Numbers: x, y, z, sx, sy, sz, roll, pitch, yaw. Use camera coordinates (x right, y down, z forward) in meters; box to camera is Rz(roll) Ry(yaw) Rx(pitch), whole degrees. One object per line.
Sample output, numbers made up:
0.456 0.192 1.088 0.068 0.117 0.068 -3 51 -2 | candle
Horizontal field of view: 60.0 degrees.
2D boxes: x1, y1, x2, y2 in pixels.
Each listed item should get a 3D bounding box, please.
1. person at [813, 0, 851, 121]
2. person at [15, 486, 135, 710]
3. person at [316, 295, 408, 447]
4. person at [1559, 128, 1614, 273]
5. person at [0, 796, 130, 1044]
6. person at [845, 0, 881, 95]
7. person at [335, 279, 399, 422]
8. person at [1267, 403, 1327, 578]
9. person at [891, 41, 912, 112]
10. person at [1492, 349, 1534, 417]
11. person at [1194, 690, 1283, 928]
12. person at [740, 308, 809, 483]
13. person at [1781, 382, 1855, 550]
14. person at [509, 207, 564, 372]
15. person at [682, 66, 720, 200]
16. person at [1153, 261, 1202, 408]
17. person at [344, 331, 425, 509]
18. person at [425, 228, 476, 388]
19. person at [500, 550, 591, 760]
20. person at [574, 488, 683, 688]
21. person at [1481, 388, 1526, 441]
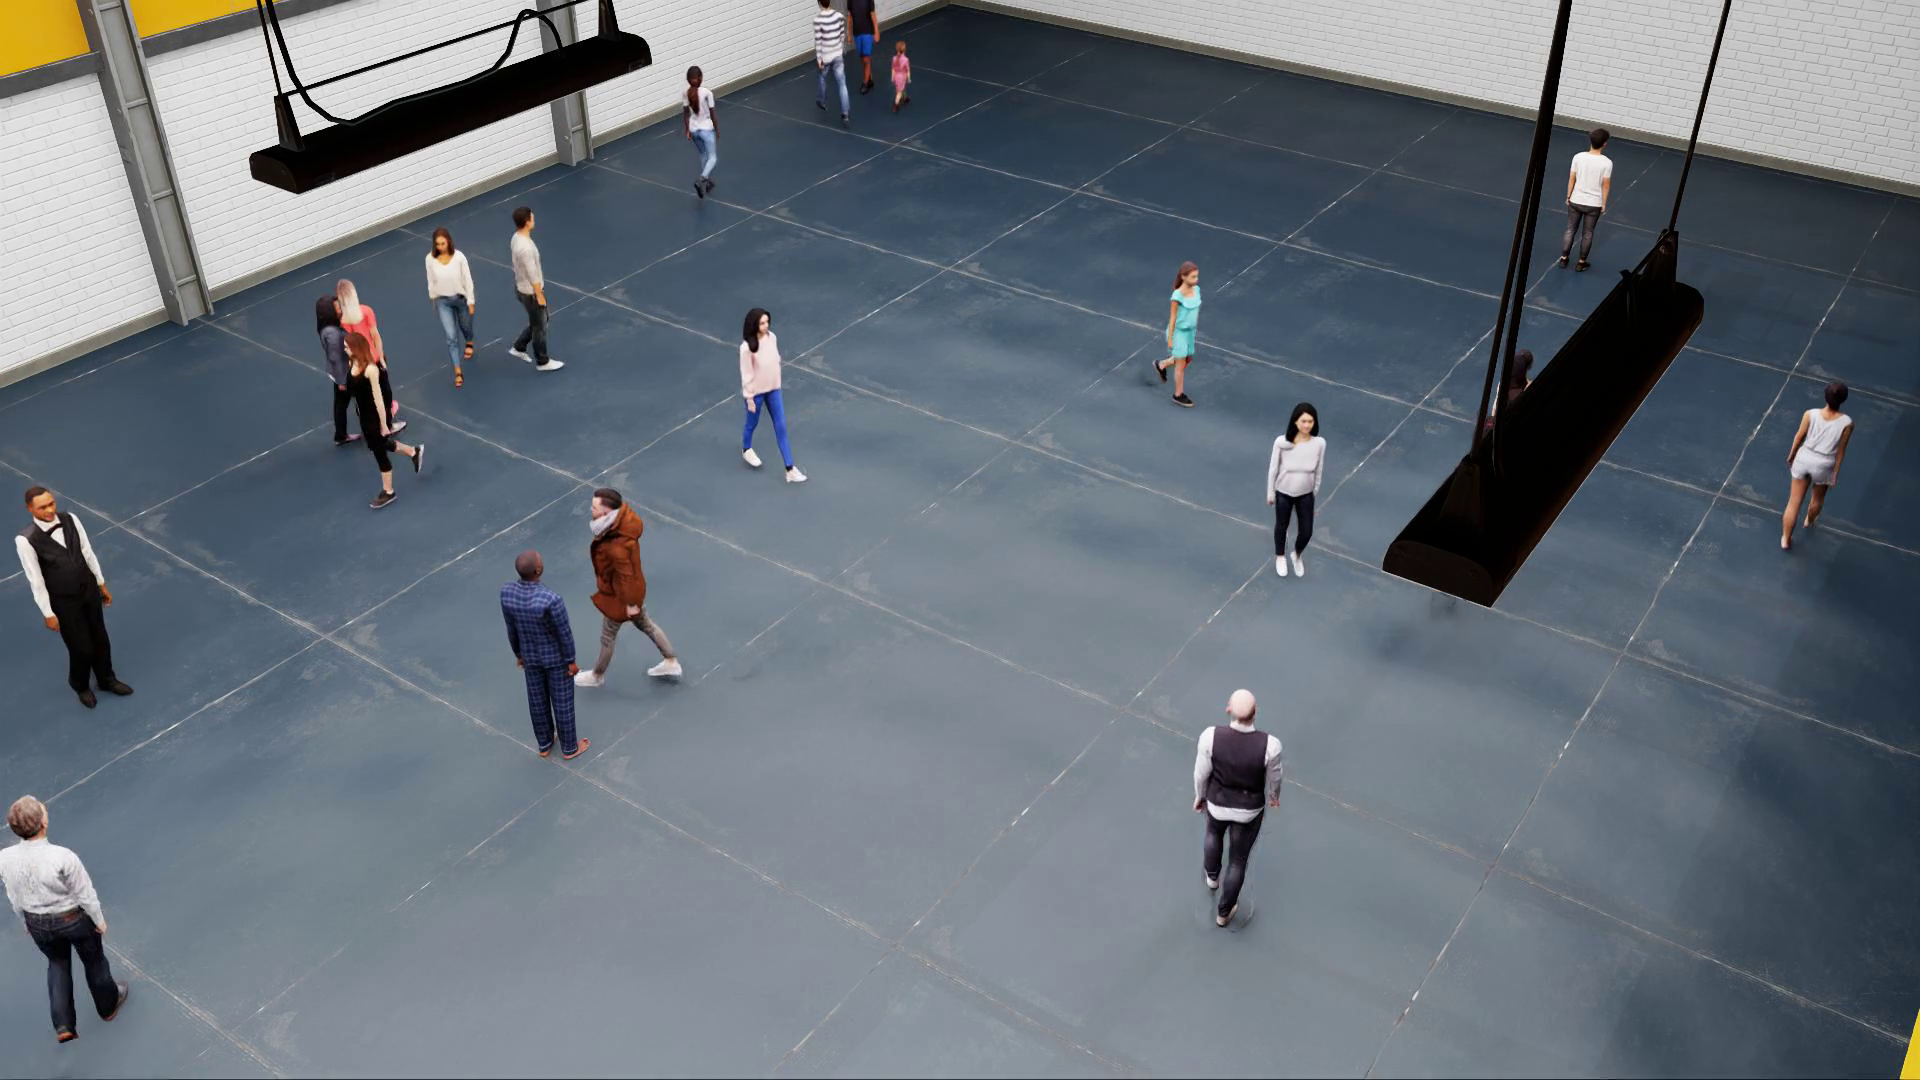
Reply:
-1.810 -6.892 23.857 1.261 1.798 1.164 -13 36 -19 | person
-6.836 0.395 12.787 0.786 1.916 0.607 16 37 23 | person
-6.036 -1.610 16.115 1.043 1.572 0.890 -20 39 -27 | person
7.382 -4.020 19.606 0.619 1.722 0.523 20 39 28 | person
-5.433 2.325 9.982 0.955 1.807 1.035 -3 34 -4 | person
-1.413 -7.657 25.034 0.715 1.770 0.862 14 36 20 | person
-5.814 -1.682 16.140 0.984 1.664 1.070 -3 34 -4 | person
2.855 -0.457 14.276 0.726 1.687 0.759 2 34 3 | person
-0.887 -6.777 24.407 0.489 0.998 0.748 15 36 21 | person
4.967 -0.953 15.020 0.594 1.691 0.545 13 36 18 | person
1.764 1.783 10.800 0.852 1.806 0.953 11 35 16 | person
-1.924 -1.383 15.645 1.127 1.714 0.876 -28 42 -35 | person
7.490 -0.618 14.609 0.598 1.587 0.913 21 39 28 | person
-4.582 -2.591 17.390 0.937 1.795 0.874 -9 35 -14 | person
-3.344 -5.223 21.432 0.773 1.703 1.011 9 35 14 | person
2.204 -2.136 16.929 0.852 1.546 0.735 -26 41 -33 | person
-5.315 -1.170 15.329 0.641 1.709 0.966 24 41 32 | person
-5.280 -2.521 17.429 1.086 1.634 1.147 -5 34 -7 | person
-3.051 0.841 12.199 0.751 1.825 0.735 8 34 12 | person
-2.519 0.404 12.891 1.197 1.787 1.185 -2 34 -3 | person
4.414 -0.378 13.959 1.120 1.907 0.950 -22 40 -30 | person
